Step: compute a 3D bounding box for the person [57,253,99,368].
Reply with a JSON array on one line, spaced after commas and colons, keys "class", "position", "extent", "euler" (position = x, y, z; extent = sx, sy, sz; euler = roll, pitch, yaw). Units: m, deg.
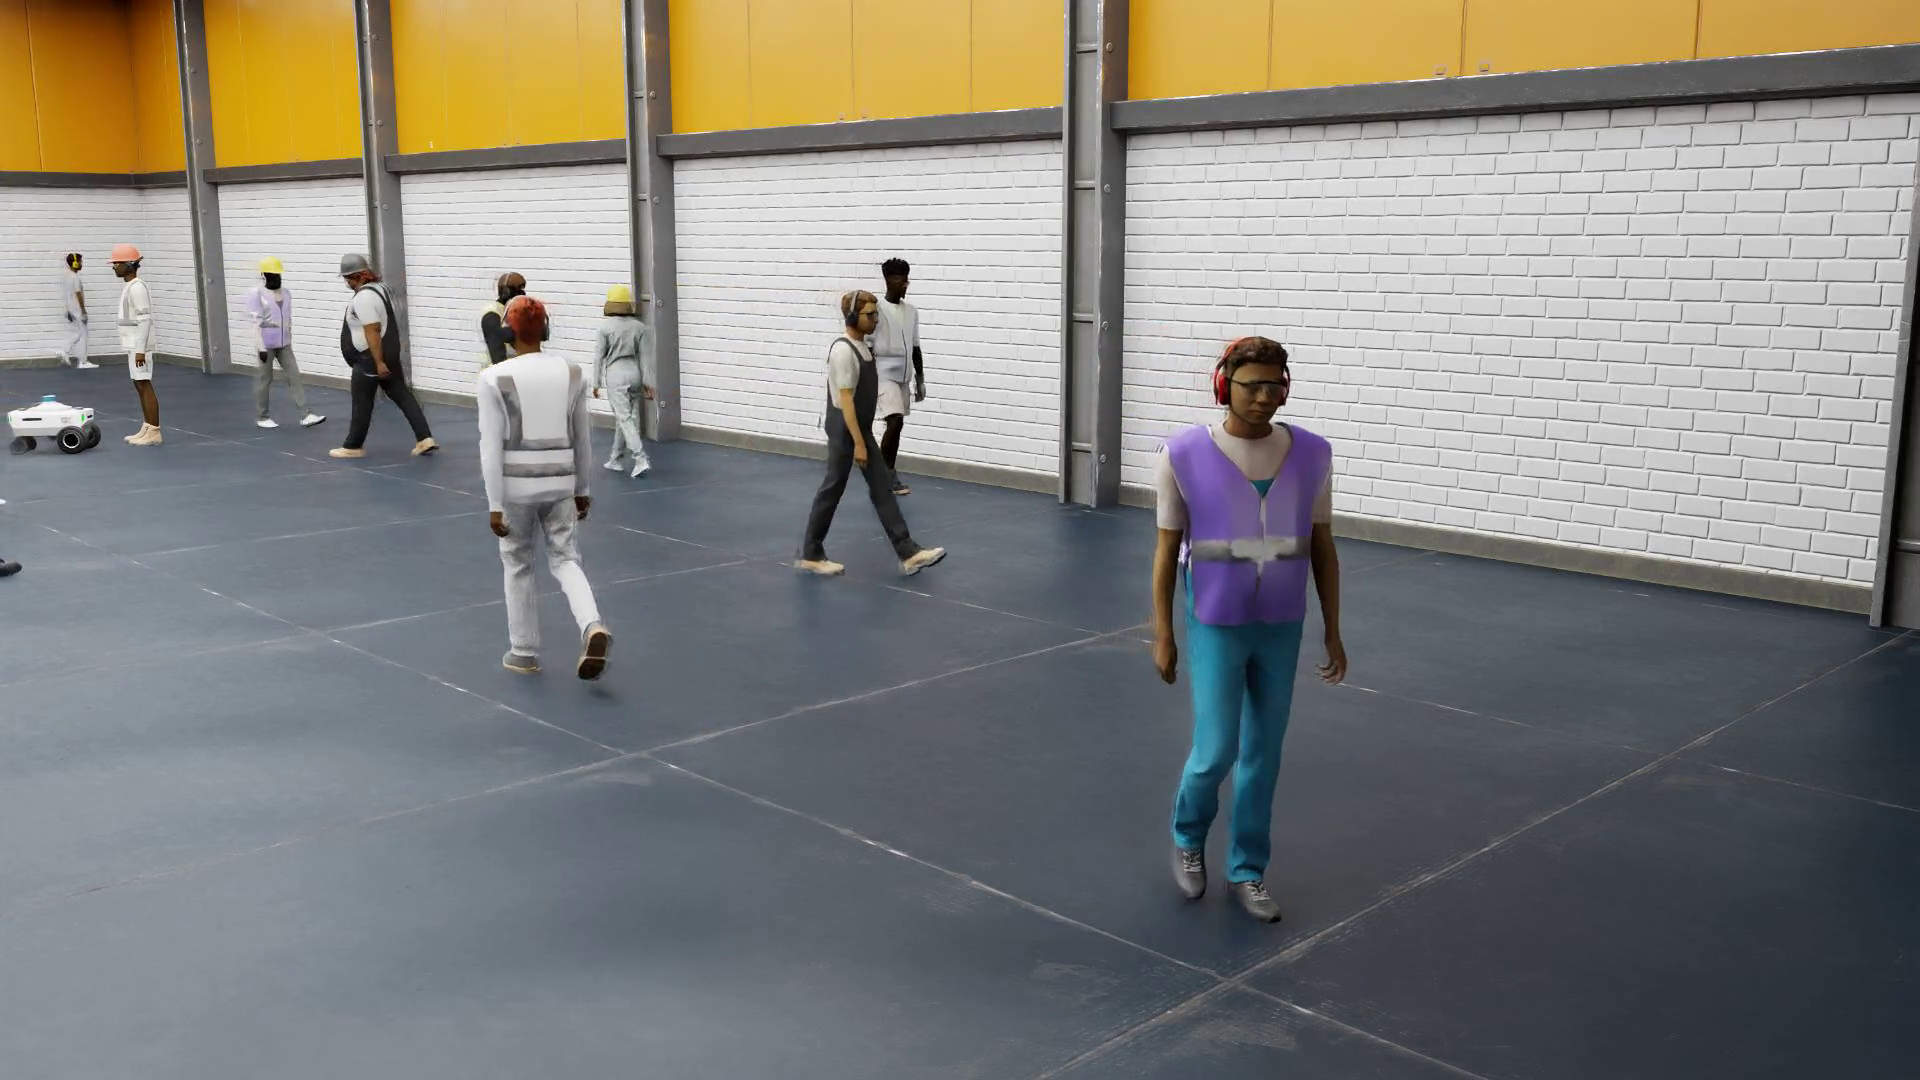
[{"class": "person", "position": [-14.168, -3.658, 26.617], "extent": [0.542, 1.846, 0.477], "euler": [9, 14, 40]}]

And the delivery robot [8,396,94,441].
[{"class": "delivery robot", "position": [-8.943, -1.179, 16.372], "extent": [0.707, 0.478, 0.477], "euler": [-2, 11, -11]}]

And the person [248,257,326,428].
[{"class": "person", "position": [-7.471, -2.157, 18.325], "extent": [0.899, 1.886, 0.605], "euler": [5, 12, 26]}]

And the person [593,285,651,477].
[{"class": "person", "position": [-2.989, -1.420, 14.827], "extent": [0.497, 1.700, 0.915], "euler": [-9, 14, -41]}]

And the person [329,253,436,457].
[{"class": "person", "position": [-5.556, -1.799, 15.955], "extent": [1.020, 2.000, 0.697], "euler": [1, 10, 3]}]

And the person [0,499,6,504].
[{"class": "person", "position": [-7.743, -1.054, 13.003], "extent": [0.268, 1.630, 0.507], "euler": [1, 10, 6]}]

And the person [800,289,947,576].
[{"class": "person", "position": [-0.583, -0.639, 10.287], "extent": [0.970, 1.789, 0.536], "euler": [3, 11, 16]}]

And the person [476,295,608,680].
[{"class": "person", "position": [-1.979, -0.230, 7.916], "extent": [0.576, 1.861, 0.777], "euler": [-8, 13, -37]}]

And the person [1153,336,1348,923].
[{"class": "person", "position": [0.901, 0.278, 5.200], "extent": [0.583, 1.829, 0.436], "euler": [-3, 11, -14]}]

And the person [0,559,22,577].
[{"class": "person", "position": [-6.408, -0.662, 10.184], "extent": [0.959, 1.897, 0.554], "euler": [0, 10, -2]}]

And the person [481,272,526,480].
[{"class": "person", "position": [-3.752, -1.392, 14.367], "extent": [0.909, 1.803, 0.654], "euler": [4, 11, 19]}]

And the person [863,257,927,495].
[{"class": "person", "position": [-0.525, -1.323, 13.594], "extent": [0.465, 1.949, 0.645], "euler": [9, 14, 40]}]

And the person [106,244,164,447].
[{"class": "person", "position": [-8.373, -1.967, 16.863], "extent": [0.382, 2.041, 0.616], "euler": [-7, 12, -32]}]
